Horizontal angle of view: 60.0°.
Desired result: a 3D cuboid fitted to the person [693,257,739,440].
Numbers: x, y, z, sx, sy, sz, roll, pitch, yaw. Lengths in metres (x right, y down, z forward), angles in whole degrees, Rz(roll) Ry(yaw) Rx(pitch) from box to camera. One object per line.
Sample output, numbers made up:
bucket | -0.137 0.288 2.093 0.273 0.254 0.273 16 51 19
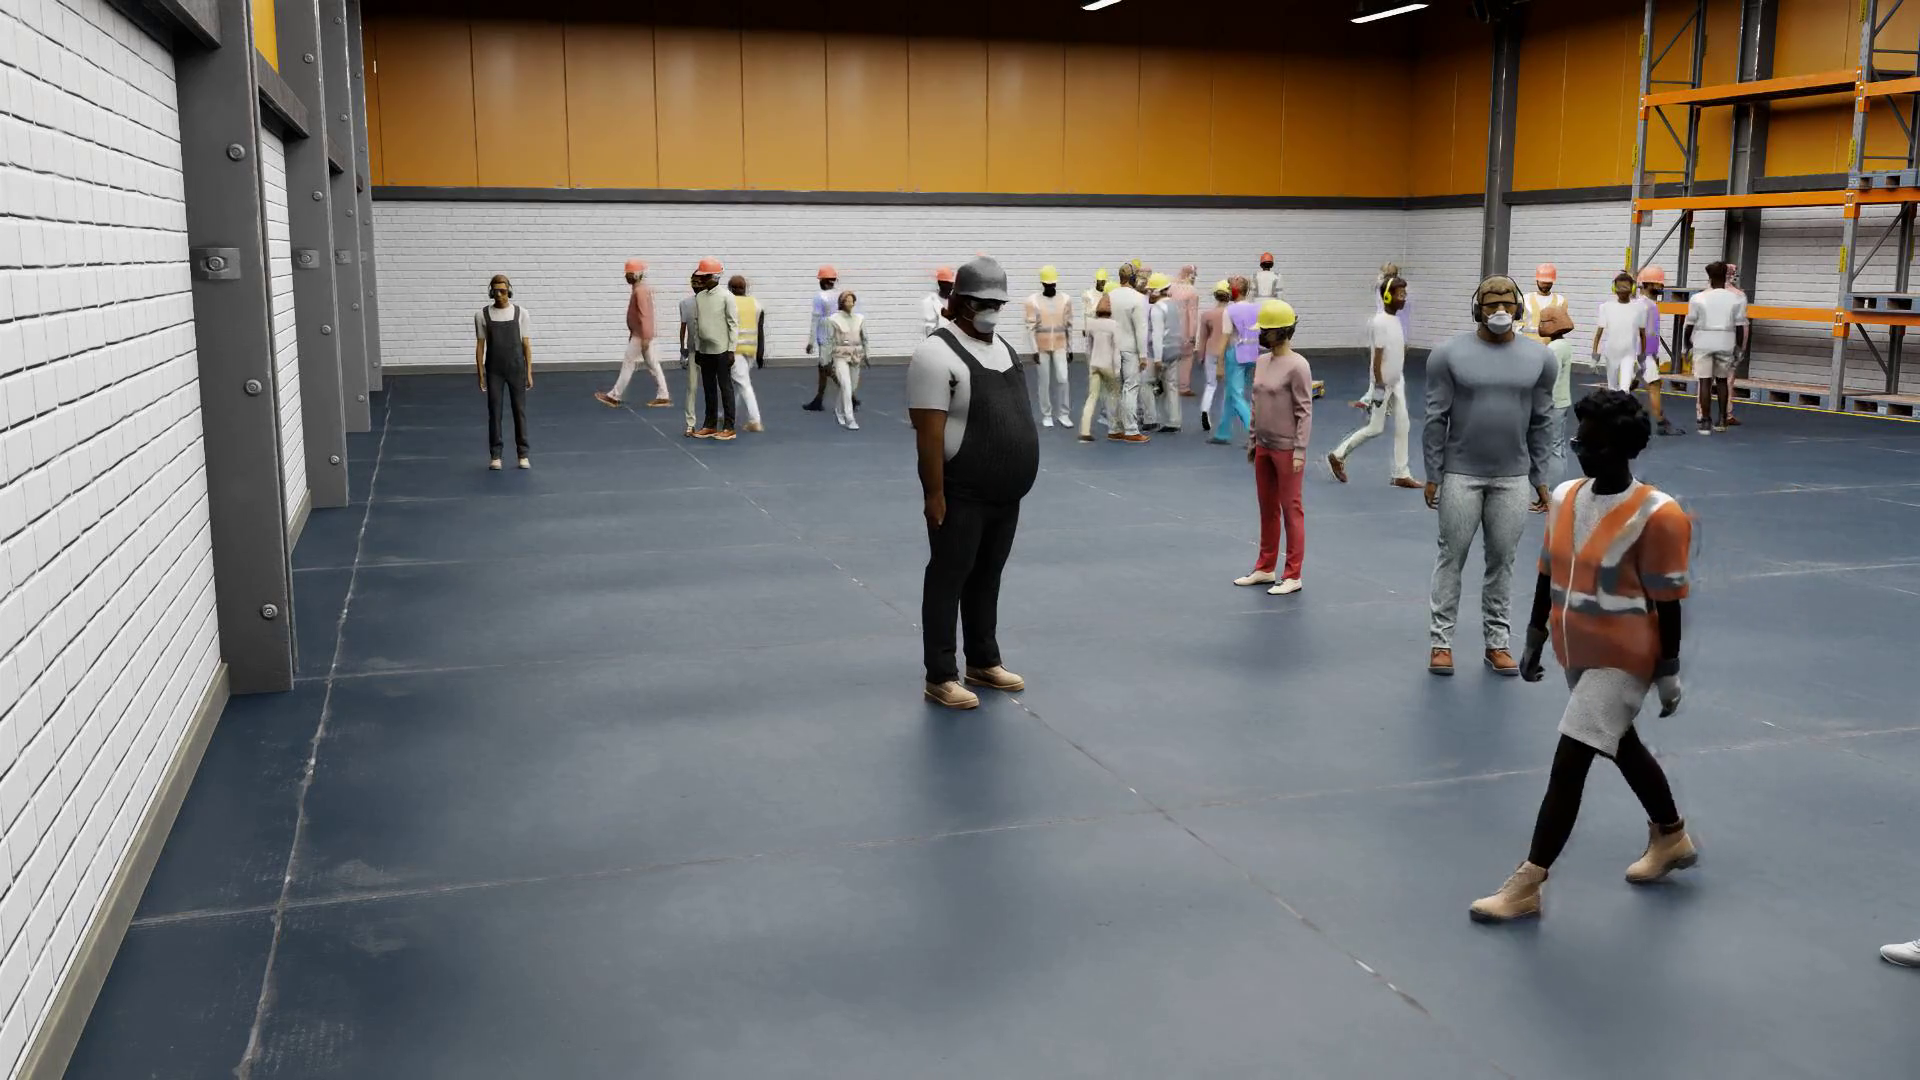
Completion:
person | -2.699 -2.093 18.240 0.623 1.989 0.393 8 12 38

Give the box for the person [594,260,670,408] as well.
person | -4.319 -2.710 21.946 0.998 1.939 0.651 -1 10 -8

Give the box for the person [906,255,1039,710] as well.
person | 0.099 -0.271 7.552 0.536 2.000 0.688 7 12 35

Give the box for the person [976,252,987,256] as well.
person | 0.324 -3.249 24.785 0.372 2.044 0.607 4 10 20

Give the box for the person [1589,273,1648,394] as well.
person | 7.119 -1.965 17.994 0.558 1.813 0.984 5 11 26

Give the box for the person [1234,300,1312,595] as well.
person | 1.897 -0.553 9.992 0.329 1.764 0.524 -4 11 -24

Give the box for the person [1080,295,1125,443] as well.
person | 1.604 -1.855 18.018 0.777 1.591 0.521 -9 14 -43

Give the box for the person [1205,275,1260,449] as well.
person | 2.923 -1.867 17.463 0.862 1.814 0.583 9 14 43

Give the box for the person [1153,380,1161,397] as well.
person | 2.732 -2.842 23.697 0.326 1.601 0.672 -2 10 -12

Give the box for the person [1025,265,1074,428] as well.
person | 1.059 -2.236 19.353 0.601 1.889 0.711 -2 10 -9

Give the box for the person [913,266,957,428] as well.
person | -0.188 -2.158 18.910 0.548 1.876 1.041 -7 12 -36

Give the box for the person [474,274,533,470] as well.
person | -4.302 -1.577 15.707 0.503 1.840 0.333 -3 10 -16

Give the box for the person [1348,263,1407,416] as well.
person | 5.246 -2.509 20.884 0.900 1.906 0.655 6 11 31

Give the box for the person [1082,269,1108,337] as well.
person | 2.270 -3.491 26.958 0.596 1.788 0.937 -1 10 -7

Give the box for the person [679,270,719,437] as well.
person | -2.869 -2.082 18.554 0.521 1.864 0.336 -2 10 -10

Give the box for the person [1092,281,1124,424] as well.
person | 1.800 -2.196 19.639 0.500 1.723 0.680 0 10 -1

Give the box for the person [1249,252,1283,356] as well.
person | 5.638 -4.271 30.686 0.614 2.047 0.357 3 10 15

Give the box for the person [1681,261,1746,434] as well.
person | 8.520 -2.179 18.856 0.621 1.939 0.610 2 10 14

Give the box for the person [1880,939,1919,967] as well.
person | 2.863 0.320 4.476 0.392 1.922 0.591 0 10 1

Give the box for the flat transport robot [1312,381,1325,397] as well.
flat transport robot | 4.656 -2.098 23.249 0.652 0.197 1.431 4 11 22

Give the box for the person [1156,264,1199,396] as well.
person | 3.127 -2.962 23.581 0.527 1.882 0.660 -7 12 -33

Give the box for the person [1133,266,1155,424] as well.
person | 2.144 -2.324 19.894 0.654 1.887 0.588 -2 10 -10

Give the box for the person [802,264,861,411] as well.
person | -1.635 -2.572 21.295 0.951 1.908 0.545 6 12 31

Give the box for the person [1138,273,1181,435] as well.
person | 2.212 -2.082 18.691 0.586 1.810 0.590 7 12 33

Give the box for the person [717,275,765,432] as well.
person | -2.576 -2.147 19.177 0.978 1.782 0.606 9 13 43

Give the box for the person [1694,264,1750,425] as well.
person | 9.074 -2.317 19.788 0.403 1.906 0.651 -7 12 -34

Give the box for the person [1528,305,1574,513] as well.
person | 4.668 -1.028 13.115 0.273 1.631 0.507 5 11 28

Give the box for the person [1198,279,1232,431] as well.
person | 2.980 -2.114 19.091 0.527 1.744 0.746 4 11 22

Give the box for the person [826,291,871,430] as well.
person | -1.345 -2.115 19.467 0.515 1.610 0.790 -6 11 -31

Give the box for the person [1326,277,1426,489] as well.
person | 3.664 -1.371 14.517 0.856 1.841 0.522 7 12 35

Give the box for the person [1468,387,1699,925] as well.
person | 2.018 0.341 5.161 0.914 1.646 0.536 -3 10 -19

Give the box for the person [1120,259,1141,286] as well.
person | 3.286 -4.310 31.264 0.588 1.927 0.366 0 10 -2

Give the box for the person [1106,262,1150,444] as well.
person | 1.792 -2.006 17.891 0.369 1.939 0.631 -7 12 -36

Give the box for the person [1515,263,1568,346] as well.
person | 6.425 -2.094 18.418 0.543 1.933 0.363 2 10 11

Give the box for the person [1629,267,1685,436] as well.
person | 7.683 -2.129 18.758 0.989 1.900 0.562 6 12 32

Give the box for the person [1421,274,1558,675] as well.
person | 2.549 -0.307 8.053 0.627 1.941 0.373 1 10 5
